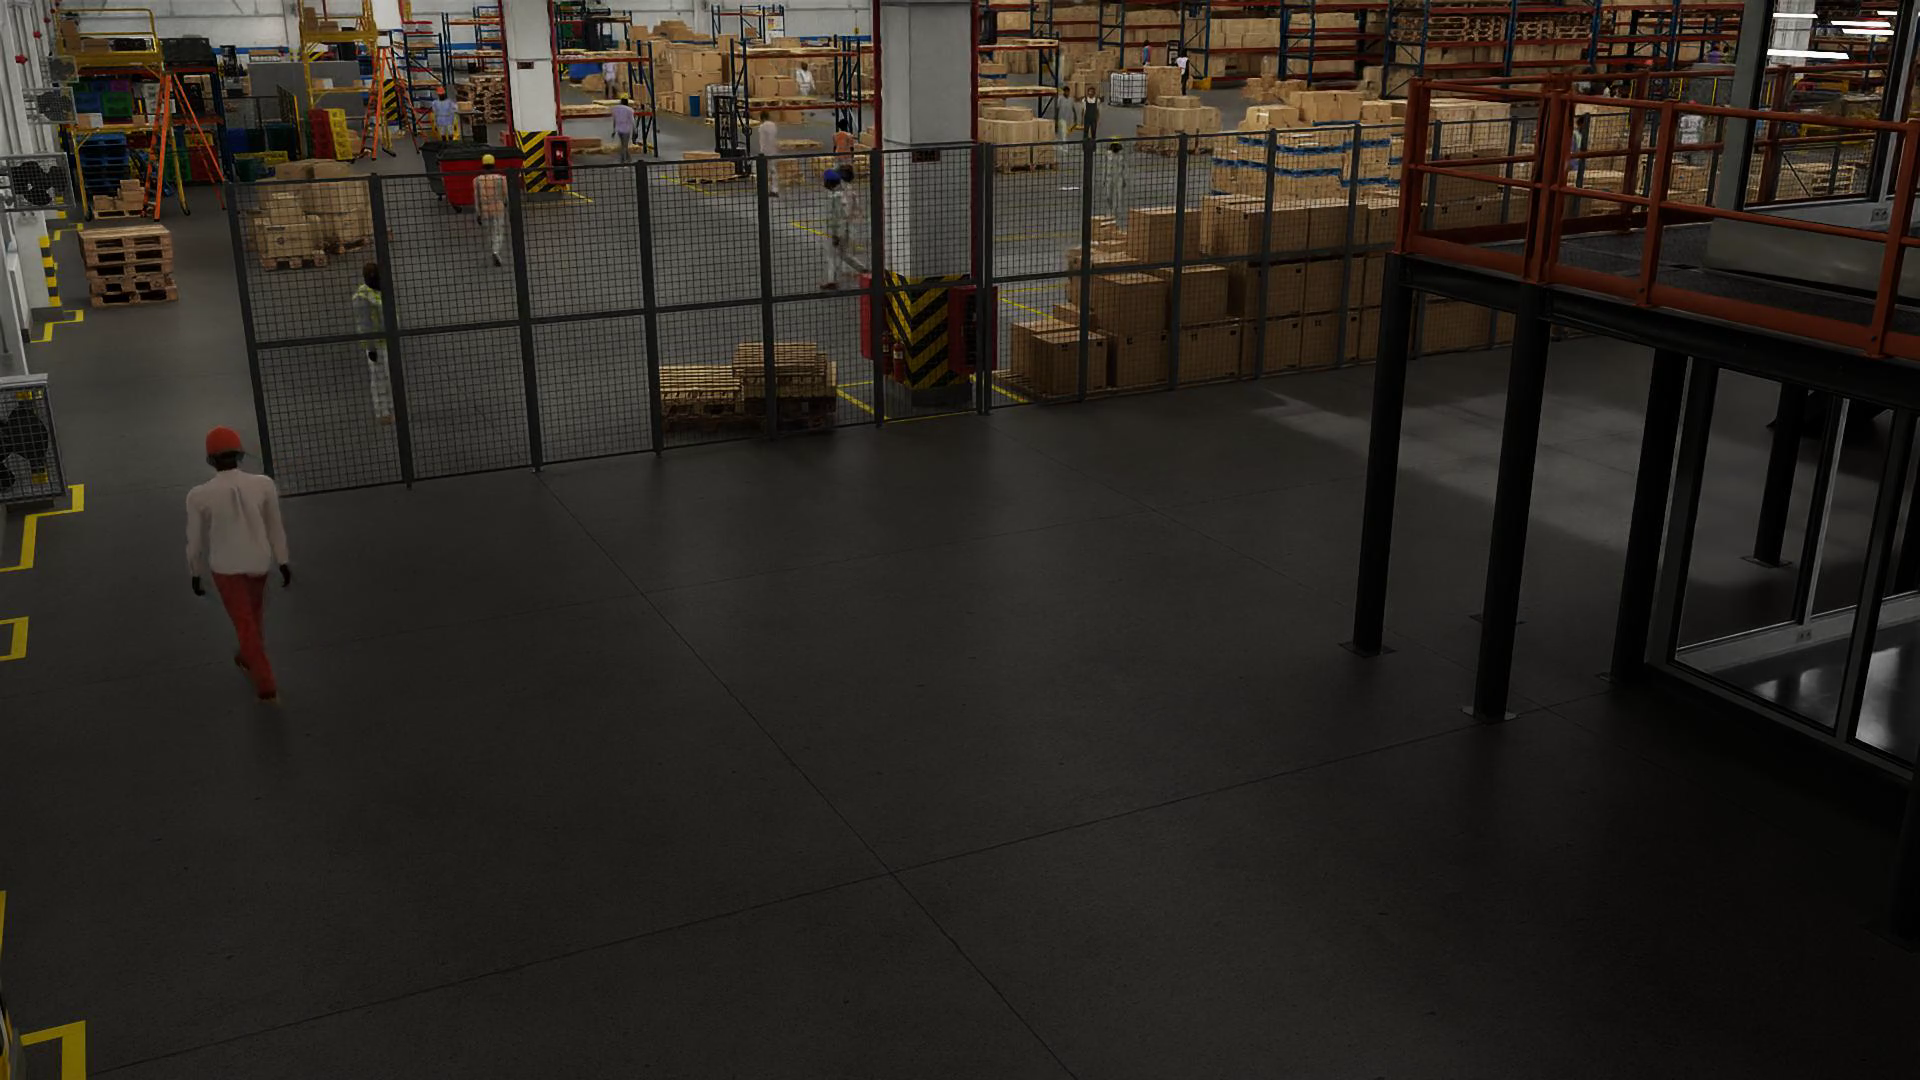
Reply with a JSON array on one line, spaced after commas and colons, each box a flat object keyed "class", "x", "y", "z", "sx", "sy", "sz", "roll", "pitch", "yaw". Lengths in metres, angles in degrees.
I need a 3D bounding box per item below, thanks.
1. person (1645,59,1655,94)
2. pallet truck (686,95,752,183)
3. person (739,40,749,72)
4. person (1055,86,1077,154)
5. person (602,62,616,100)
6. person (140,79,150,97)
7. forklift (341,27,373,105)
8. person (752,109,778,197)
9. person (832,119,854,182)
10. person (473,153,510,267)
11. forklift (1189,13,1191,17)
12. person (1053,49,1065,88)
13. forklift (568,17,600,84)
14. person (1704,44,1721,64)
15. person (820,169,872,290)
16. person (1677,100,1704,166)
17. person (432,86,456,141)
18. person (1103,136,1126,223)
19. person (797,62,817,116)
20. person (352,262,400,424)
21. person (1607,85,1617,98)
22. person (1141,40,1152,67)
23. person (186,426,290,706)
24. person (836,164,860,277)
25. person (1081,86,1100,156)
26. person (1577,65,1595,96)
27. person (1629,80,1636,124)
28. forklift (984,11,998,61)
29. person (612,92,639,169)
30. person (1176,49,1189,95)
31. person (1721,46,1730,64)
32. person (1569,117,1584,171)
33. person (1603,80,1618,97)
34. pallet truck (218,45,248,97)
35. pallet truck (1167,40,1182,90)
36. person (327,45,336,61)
[{"class": "person", "x": 23.026, "y": -15.108, "z": 55.819, "sx": 0.532, "sy": 1.975, "sz": 0.660, "roll": -12, "pitch": 22, "yaw": -31}, {"class": "pallet truck", "x": -5.836, "y": -9.608, "z": 39.856, "sx": 0.823, "sy": 1.965, "sz": 1.885, "roll": 10, "pitch": 22, "yaw": 27}, {"class": "person", "x": -9.265, "y": -20.380, "z": 71.170, "sx": 0.629, "sy": 1.939, "sz": 0.374, "roll": -6, "pitch": 20, "yaw": -17}, {"class": "person", "x": 2.930, "y": -11.627, "z": 46.005, "sx": 0.581, "sy": 1.814, "sz": 1.010, "roll": -7, "pitch": 20, "yaw": -19}, {"class": "person", "x": -13.160, "y": -17.351, "z": 62.449, "sx": 0.546, "sy": 1.889, "sz": 0.996, "roll": -9, "pitch": 21, "yaw": -24}, {"class": "person", "x": -25.108, "y": -13.429, "z": 51.486, "sx": 0.515, "sy": 1.634, "sz": 0.314, "roll": 9, "pitch": 21, "yaw": 24}, {"class": "forklift", "x": -22.275, "y": -17.346, "z": 60.954, "sx": 1.873, "sy": 2.768, "sz": 1.129, "roll": -9, "pitch": 21, "yaw": -25}, {"class": "person", "x": -4.391, "y": -8.642, "z": 37.176, "sx": 0.724, "sy": 1.912, "sz": 0.658, "roll": 8, "pitch": 21, "yaw": 23}, {"class": "person", "x": -2.621, "y": -8.611, "z": 37.433, "sx": 0.534, "sy": 1.693, "sz": 0.321, "roll": 8, "pitch": 20, "yaw": 21}, {"class": "person", "x": -8.054, "y": -5.687, "z": 28.648, "sx": 0.592, "sy": 1.899, "sz": 0.843, "roll": 0, "pitch": 19, "yaw": -1}, {"class": "forklift", "x": 10.532, "y": -23.760, "z": 79.546, "sx": 1.129, "sy": 2.768, "sz": 1.873, "roll": -9, "pitch": 21, "yaw": -25}, {"class": "person", "x": 4.245, "y": -20.035, "z": 70.626, "sx": 0.519, "sy": 1.625, "sz": 0.453, "roll": -15, "pitch": 24, "yaw": -37}, {"class": "forklift", "x": -16.088, "y": -21.343, "z": 72.540, "sx": 1.873, "sy": 2.768, "sz": 1.129, "roll": -12, "pitch": 22, "yaw": -31}, {"class": "person", "x": 31.164, "y": -19.600, "z": 68.967, "sx": 0.657, "sy": 1.895, "sz": 0.505, "roll": 9, "pitch": 21, "yaw": 23}, {"class": "person", "x": -1.833, "y": -4.908, "z": 26.360, "sx": 0.750, "sy": 1.912, "sz": 0.662, "roll": 4, "pitch": 19, "yaw": 11}, {"class": "person", "x": 17.511, "y": -9.560, "z": 39.873, "sx": 0.540, "sy": 1.913, "sz": 0.831, "roll": 1, "pitch": 19, "yaw": 3}, {"class": "person", "x": -13.691, "y": -11.060, "z": 44.181, "sx": 0.582, "sy": 1.914, "sz": 0.707, "roll": -6, "pitch": 20, "yaw": -18}, {"class": "person", "x": 3.097, "y": -7.234, "z": 33.366, "sx": 0.484, "sy": 1.733, "sz": 0.405, "roll": 5, "pitch": 20, "yaw": 15}, {"class": "person", "x": -5.314, "y": -15.540, "z": 57.319, "sx": 0.692, "sy": 1.828, "sz": 1.011, "roll": -17, "pitch": 26, "yaw": -41}, {"class": "person", "x": -6.514, "y": -2.220, "z": 18.704, "sx": 0.429, "sy": 1.829, "sz": 0.638, "roll": 4, "pitch": 19, "yaw": 11}, {"class": "person", "x": 17.748, "y": -11.487, "z": 45.492, "sx": 0.519, "sy": 1.874, "sz": 0.326, "roll": -9, "pitch": 21, "yaw": -24}, {"class": "person", "x": 8.279, "y": -21.300, "z": 73.986, "sx": 0.429, "sy": 1.841, "sz": 0.634, "roll": 8, "pitch": 21, "yaw": 23}, {"class": "person", "x": -5.049, "y": 0.157, "z": 11.639, "sx": 0.631, "sy": 1.945, "sz": 1.010, "roll": -16, "pitch": 25, "yaw": -39}, {"class": "person", "x": -1.871, "y": -5.316, "z": 27.651, "sx": 0.429, "sy": 1.844, "sz": 0.627, "roll": -2, "pitch": 19, "yaw": -6}, {"class": "person", "x": 3.558, "y": -11.413, "z": 45.319, "sx": 0.508, "sy": 1.842, "sz": 0.336, "roll": -1, "pitch": 19, "yaw": -2}, {"class": "person", "x": 19.601, "y": -13.871, "z": 52.148, "sx": 0.567, "sy": 2.000, "sz": 0.700, "roll": 3, "pitch": 19, "yaw": 9}, {"class": "person", "x": 22.185, "y": -14.531, "z": 54.488, "sx": 0.327, "sy": 1.760, "sz": 0.523, "roll": 15, "pitch": 24, "yaw": 36}, {"class": "forklift", "x": 1.552, "y": -25.166, "z": 83.622, "sx": 1.873, "sy": 2.768, "sz": 1.129, "roll": -9, "pitch": 21, "yaw": -25}, {"class": "person", "x": -8.506, "y": -10.462, "z": 42.491, "sx": 0.617, "sy": 1.877, "sz": 0.949, "roll": 8, "pitch": 21, "yaw": 21}, {"class": "person", "x": 8.569, "y": -17.916, "z": 64.067, "sx": 0.393, "sy": 1.915, "sz": 0.587, "roll": -17, "pitch": 25, "yaw": -40}, {"class": "person", "x": 33.146, "y": -20.471, "z": 71.839, "sx": 0.707, "sy": 1.666, "sz": 0.552, "roll": 16, "pitch": 25, "yaw": 39}, {"class": "person", "x": 13.175, "y": -8.121, "z": 35.665, "sx": 0.378, "sy": 1.916, "sz": 0.597, "roll": 14, "pitch": 24, "yaw": 35}, {"class": "person", "x": 18.804, "y": -12.510, "z": 48.315, "sx": 0.361, "sy": 1.963, "sz": 0.617, "roll": -3, "pitch": 19, "yaw": -10}, {"class": "pallet truck", "x": -28.879, "y": -18.665, "z": 66.111, "sx": 0.823, "sy": 1.965, "sz": 1.885, "roll": -3, "pitch": 19, "yaw": -9}, {"class": "pallet truck", "x": 9.045, "y": -19.971, "z": 69.895, "sx": 0.823, "sy": 1.965, "sz": 1.885, "roll": -3, "pitch": 19, "yaw": -8}, {"class": "person", "x": -28.431, "y": -21.629, "z": 74.865, "sx": 0.652, "sy": 1.882, "sz": 1.039, "roll": 2, "pitch": 19, "yaw": 5}]
